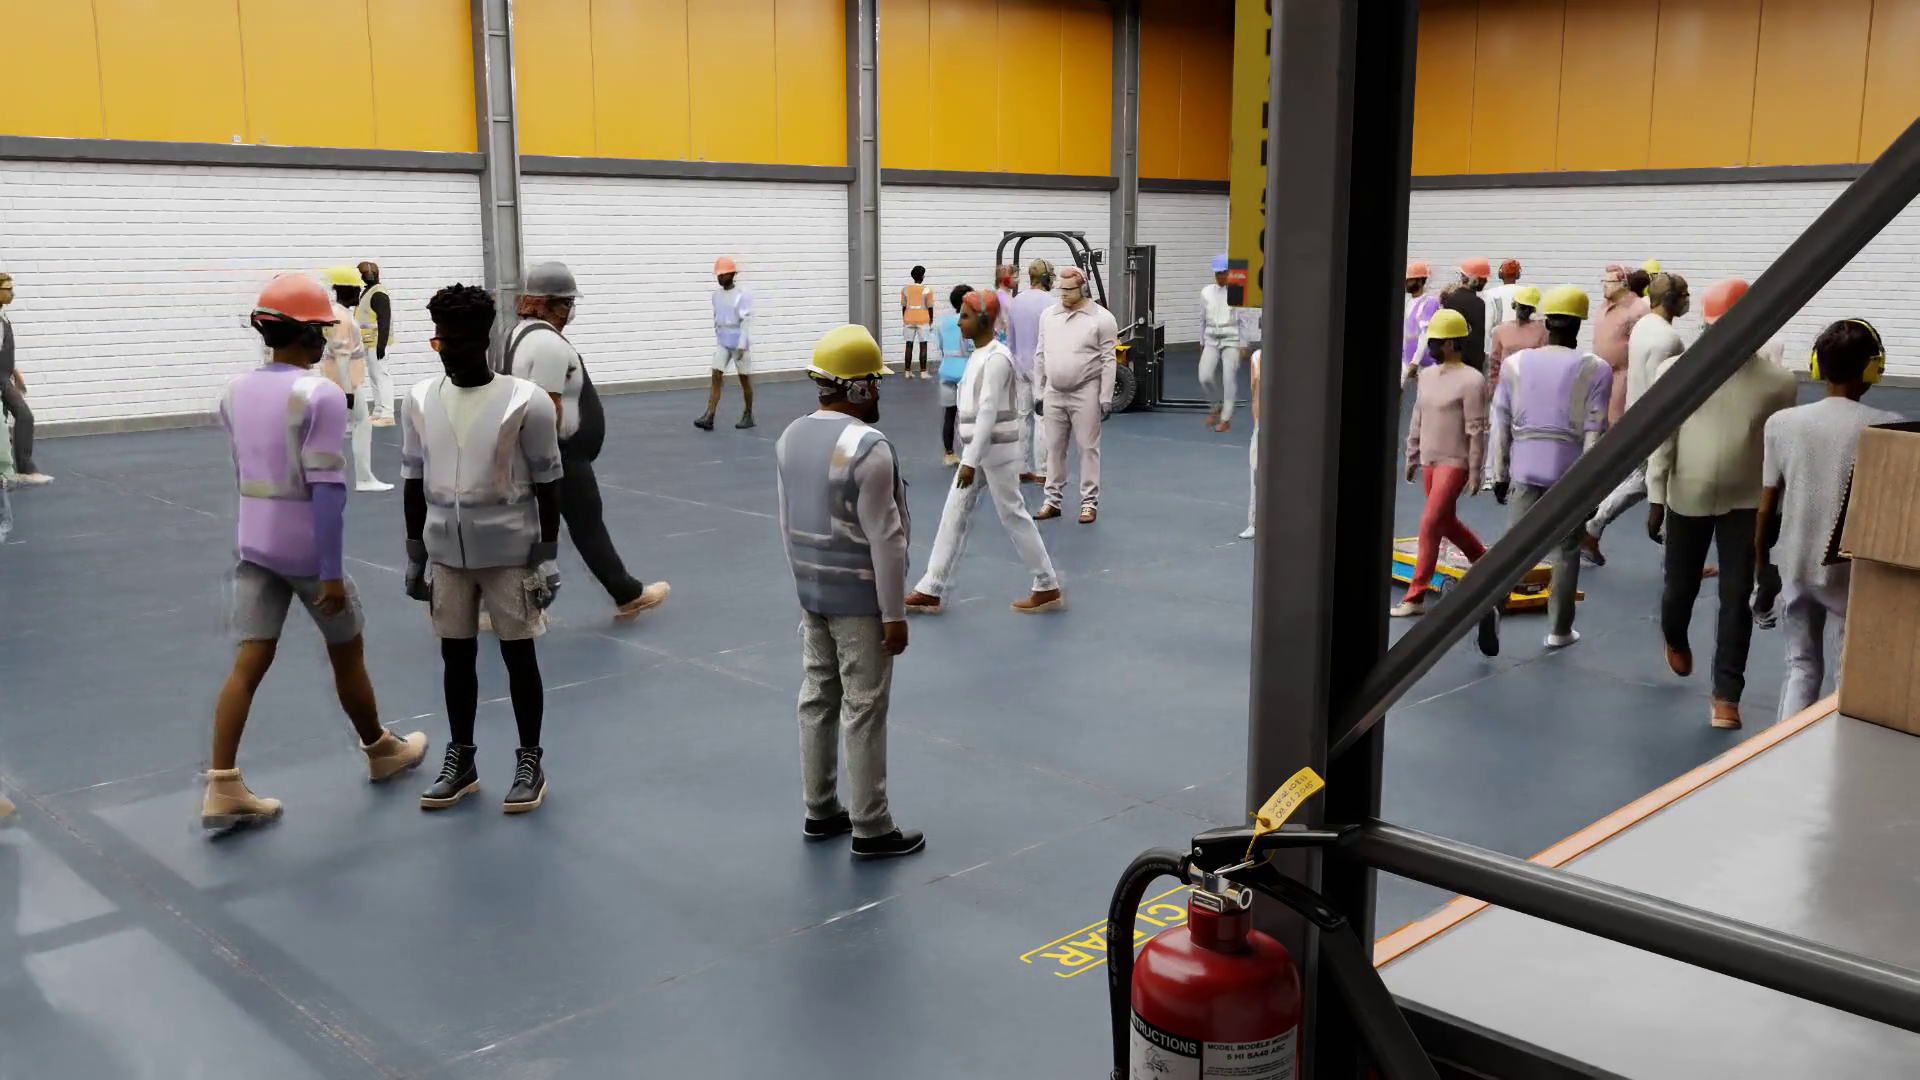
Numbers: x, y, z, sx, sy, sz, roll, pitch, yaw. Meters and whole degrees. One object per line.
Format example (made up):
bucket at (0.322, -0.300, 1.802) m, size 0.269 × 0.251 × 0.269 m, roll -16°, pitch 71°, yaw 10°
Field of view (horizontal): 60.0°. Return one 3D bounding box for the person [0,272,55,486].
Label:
person at (-8.029, -1.353, 14.099) m, size 0.708 × 1.819 × 0.534 m, roll -4°, pitch 11°, yaw -23°

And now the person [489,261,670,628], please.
person at (-2.141, -0.533, 9.053) m, size 0.999 × 2.000 × 0.706 m, roll -6°, pitch 12°, yaw -30°

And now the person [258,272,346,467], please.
person at (-6.149, -1.521, 15.093) m, size 0.897 × 1.808 × 0.623 m, roll 1°, pitch 10°, yaw 6°

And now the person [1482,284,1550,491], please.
person at (4.736, -1.299, 14.062) m, size 0.520 × 1.734 × 0.741 m, roll 5°, pitch 12°, yaw 28°

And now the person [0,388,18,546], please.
person at (-5.588, -0.378, 9.323) m, size 0.514 × 1.621 × 0.437 m, roll -1°, pitch 10°, yaw -3°

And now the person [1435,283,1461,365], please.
person at (5.059, -1.850, 17.332) m, size 0.514 × 1.639 × 0.310 m, roll -9°, pitch 14°, yaw -40°

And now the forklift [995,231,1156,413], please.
forklift at (1.222, -2.721, 20.561) m, size 2.313 × 2.155 × 1.214 m, roll 2°, pitch 11°, yaw 13°

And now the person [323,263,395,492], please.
person at (-5.123, -1.325, 13.737) m, size 0.681 × 1.904 × 0.596 m, roll -4°, pitch 11°, yaw -23°

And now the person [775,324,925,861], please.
person at (-0.371, 0.182, 5.716) m, size 0.404 × 1.833 × 0.589 m, roll -9°, pitch 14°, yaw -41°

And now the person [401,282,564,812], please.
person at (-1.771, 0.038, 6.145) m, size 0.612 × 1.962 × 0.363 m, roll 2°, pitch 11°, yaw 9°

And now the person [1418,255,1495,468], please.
person at (4.460, -1.581, 15.005) m, size 0.821 × 1.964 × 0.633 m, roll -2°, pitch 11°, yaw -11°

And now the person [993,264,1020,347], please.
person at (0.472, -2.025, 17.766) m, size 0.455 × 1.827 × 0.598 m, roll -2°, pitch 11°, yaw -11°

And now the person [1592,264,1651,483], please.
person at (5.586, -1.385, 14.102) m, size 0.477 × 1.891 × 0.659 m, roll -3°, pitch 11°, yaw -17°

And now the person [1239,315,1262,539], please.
person at (2.302, -0.824, 11.804) m, size 0.697 × 1.611 × 0.514 m, roll -10°, pitch 14°, yaw -43°

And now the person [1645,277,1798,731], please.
person at (3.373, -0.195, 7.436) m, size 0.614 × 1.963 × 0.807 m, roll 3°, pitch 11°, yaw 18°

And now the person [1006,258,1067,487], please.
person at (0.658, -1.420, 14.167) m, size 0.352 × 1.937 × 0.635 m, roll -9°, pitch 14°, yaw -40°

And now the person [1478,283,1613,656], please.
person at (2.939, -0.340, 8.405) m, size 0.596 × 1.898 × 0.849 m, roll 9°, pitch 14°, yaw 39°

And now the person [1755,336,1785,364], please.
person at (6.346, -1.091, 13.240) m, size 0.695 × 1.604 × 0.530 m, roll -7°, pitch 13°, yaw -35°

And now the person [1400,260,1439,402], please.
person at (4.438, -1.789, 16.331) m, size 0.995 × 1.884 × 0.547 m, roll -4°, pitch 11°, yaw -20°

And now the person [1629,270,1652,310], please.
person at (6.222, -1.597, 15.483) m, size 0.514 × 1.803 × 1.023 m, roll 4°, pitch 11°, yaw 21°

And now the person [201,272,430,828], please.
person at (-2.456, 0.026, 6.133) m, size 0.627 × 1.994 × 1.035 m, roll 5°, pitch 11°, yaw 25°

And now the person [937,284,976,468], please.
person at (0.055, -1.502, 15.288) m, size 0.557 × 1.677 × 0.526 m, roll 10°, pitch 15°, yaw 44°

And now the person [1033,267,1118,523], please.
person at (0.833, -1.073, 12.387) m, size 0.639 × 1.901 × 0.402 m, roll 5°, pitch 12°, yaw 27°

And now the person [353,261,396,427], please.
person at (-6.570, -2.192, 18.639) m, size 0.429 × 1.841 × 0.633 m, roll -6°, pitch 12°, yaw -32°

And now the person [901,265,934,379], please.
person at (-0.627, -3.225, 24.688) m, size 0.530 × 1.689 × 0.321 m, roll 3°, pitch 11°, yaw 17°

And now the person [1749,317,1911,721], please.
person at (3.031, 0.152, 5.838) m, size 0.615 × 1.852 × 0.529 m, roll -9°, pitch 14°, yaw -40°

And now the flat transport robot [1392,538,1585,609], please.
flat transport robot at (3.002, 0.172, 10.036) m, size 0.652 × 0.197 × 1.431 m, roll -4°, pitch 11°, yaw -23°

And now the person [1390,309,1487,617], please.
person at (2.786, -0.443, 9.405) m, size 0.847 × 1.734 × 0.534 m, roll -4°, pitch 11°, yaw -20°

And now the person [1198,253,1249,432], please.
person at (2.859, -2.137, 18.082) m, size 0.620 × 1.929 × 0.430 m, roll 6°, pitch 12°, yaw 31°

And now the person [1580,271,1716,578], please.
person at (4.324, -0.720, 10.419) m, size 0.835 × 1.916 × 0.645 m, roll 2°, pitch 11°, yaw 10°

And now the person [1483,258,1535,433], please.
person at (5.881, -2.076, 17.892) m, size 0.585 × 1.882 × 0.337 m, roll -1°, pitch 10°, yaw -4°

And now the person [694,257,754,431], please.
person at (-2.557, -2.124, 18.148) m, size 0.551 × 1.890 × 0.955 m, roll 5°, pitch 12°, yaw 26°

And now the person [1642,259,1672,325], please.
person at (8.932, -2.725, 21.611) m, size 0.591 × 1.825 × 0.403 m, roll 3°, pitch 11°, yaw 14°

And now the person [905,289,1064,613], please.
person at (0.133, -0.478, 9.326) m, size 0.989 × 1.837 × 0.577 m, roll -3°, pitch 11°, yaw -17°
